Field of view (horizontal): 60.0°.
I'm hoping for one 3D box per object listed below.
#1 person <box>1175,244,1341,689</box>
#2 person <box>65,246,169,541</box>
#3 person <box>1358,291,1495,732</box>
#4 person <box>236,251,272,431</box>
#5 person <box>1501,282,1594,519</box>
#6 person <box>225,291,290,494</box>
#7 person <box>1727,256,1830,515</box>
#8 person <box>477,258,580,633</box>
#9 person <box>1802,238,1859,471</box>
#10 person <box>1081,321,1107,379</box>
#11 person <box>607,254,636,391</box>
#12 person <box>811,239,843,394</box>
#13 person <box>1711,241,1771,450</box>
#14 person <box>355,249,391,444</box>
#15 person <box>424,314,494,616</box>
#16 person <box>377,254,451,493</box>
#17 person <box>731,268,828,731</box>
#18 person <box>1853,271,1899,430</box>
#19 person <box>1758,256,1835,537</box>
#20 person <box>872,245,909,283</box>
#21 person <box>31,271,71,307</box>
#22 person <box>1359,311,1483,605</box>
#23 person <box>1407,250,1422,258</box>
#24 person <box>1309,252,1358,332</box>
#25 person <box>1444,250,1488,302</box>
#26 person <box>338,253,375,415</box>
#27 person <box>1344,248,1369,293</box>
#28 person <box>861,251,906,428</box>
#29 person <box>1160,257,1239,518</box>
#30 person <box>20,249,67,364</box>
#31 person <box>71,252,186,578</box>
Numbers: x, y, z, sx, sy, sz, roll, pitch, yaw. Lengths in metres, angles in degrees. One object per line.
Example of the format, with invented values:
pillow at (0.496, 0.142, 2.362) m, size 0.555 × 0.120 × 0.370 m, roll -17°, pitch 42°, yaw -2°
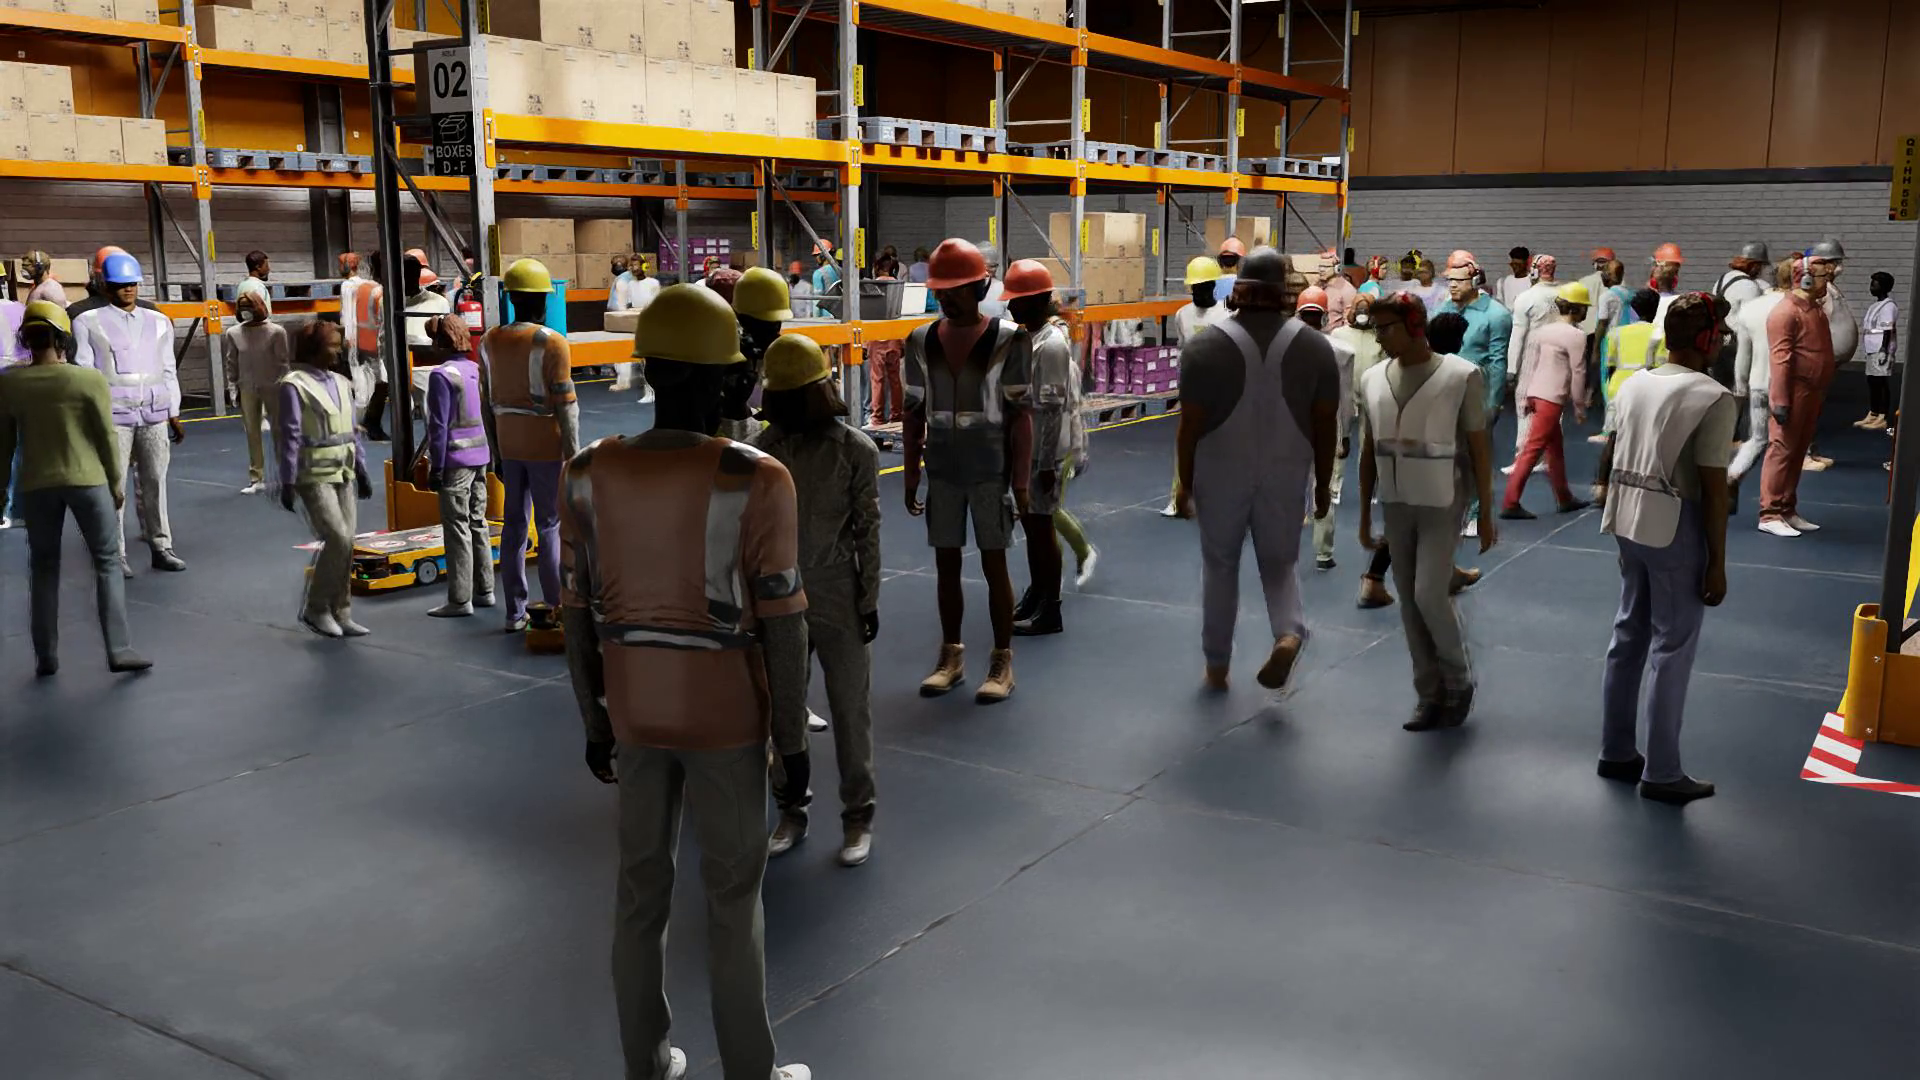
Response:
person at (1.310, -0.310, 7.350) m, size 0.709 × 2.000 × 0.729 m, roll 0°, pitch 10°, yaw 1°
person at (-5.620, -0.967, 11.151) m, size 0.459 × 1.985 × 0.627 m, roll 9°, pitch 14°, yaw 42°
person at (1.901, -0.118, 6.903) m, size 0.448 × 1.813 × 0.620 m, roll -9°, pitch 14°, yaw -41°
person at (-7.480, -2.104, 17.673) m, size 0.395 × 1.910 × 0.586 m, roll -8°, pitch 13°, yaw -38°
person at (4.341, -1.003, 12.080) m, size 0.862 × 1.706 × 0.530 m, roll -2°, pitch 10°, yaw -8°
person at (-5.590, -1.171, 13.274) m, size 0.507 × 1.625 × 0.285 m, roll 0°, pitch 10°, yaw -1°
person at (5.778, -1.051, 11.815) m, size 0.671 × 1.920 × 0.633 m, roll -7°, pitch 12°, yaw -34°
person at (-2.179, -0.463, 8.507) m, size 0.587 × 1.930 × 0.360 m, roll 5°, pitch 11°, yaw 25°
person at (7.639, -1.641, 14.721) m, size 0.538 × 2.000 × 0.683 m, roll 8°, pitch 13°, yaw 37°
person at (1.982, -3.357, 24.395) m, size 0.414 × 1.985 × 0.635 m, roll -8°, pitch 13°, yaw -37°
person at (-4.543, -2.920, 22.404) m, size 0.456 × 1.829 × 0.636 m, roll 1°, pitch 10°, yaw 4°
person at (-1.744, -2.907, 21.781) m, size 0.405 × 2.032 × 0.610 m, roll 7°, pitch 12°, yaw 34°
person at (7.535, -1.890, 16.102) m, size 0.555 × 2.000 × 0.734 m, roll 0°, pitch 10°, yaw -2°
person at (-5.718, -1.893, 16.430) m, size 0.422 × 1.925 × 0.646 m, roll -9°, pitch 13°, yaw -40°
person at (-2.713, -0.406, 9.024) m, size 0.319 × 1.631 × 0.524 m, roll 2°, pitch 10°, yaw 9°
person at (-4.371, -1.331, 13.362) m, size 0.587 × 1.913 × 0.391 m, roll 0°, pitch 10°, yaw 1°
person at (-0.793, -0.131, 6.725) m, size 0.591 × 1.913 × 0.397 m, roll -10°, pitch 14°, yaw -43°
person at (9.846, -2.024, 17.823) m, size 0.319 × 1.693 × 0.535 m, roll 2°, pitch 10°, yaw 11°
person at (5.776, -0.986, 11.451) m, size 0.651 × 1.912 × 0.409 m, roll -10°, pitch 14°, yaw -44°
person at (-1.158, -3.950, 27.800) m, size 0.627 × 1.940 × 0.372 m, roll -2°, pitch 10°, yaw -11°
person at (-8.823, -1.758, 16.205) m, size 0.568 × 1.741 × 0.356 m, roll 1°, pitch 10°, yaw 5°
person at (2.589, -0.454, 9.276) m, size 0.904 × 1.621 × 0.583 m, roll -4°, pitch 11°, yaw -20°
person at (6.953, -3.519, 25.603) m, size 0.329 × 1.872 × 0.508 m, roll 3°, pitch 11°, yaw 16°
person at (3.742, -1.978, 17.005) m, size 0.397 × 1.901 × 0.642 m, roll -8°, pitch 13°, yaw -36°
person at (4.522, -1.650, 15.085) m, size 0.376 × 1.928 × 0.542 m, roll -5°, pitch 11°, yaw -24°
person at (-7.009, -2.384, 19.310) m, size 0.351 × 1.878 × 0.568 m, roll 0°, pitch 10°, yaw 0°
person at (6.442, -3.830, 27.265) m, size 0.703 × 1.888 × 0.591 m, roll -1°, pitch 10°, yaw -4°
person at (-0.792, -2.098, 17.640) m, size 0.598 × 1.908 × 0.410 m, roll -9°, pitch 14°, yaw -41°
person at (1.757, -1.078, 12.022) m, size 0.611 × 1.893 × 0.830 m, roll 8°, pitch 13°, yaw 36°
person at (-8.300, -1.671, 15.172) m, size 0.353 × 1.937 × 0.635 m, roll -9°, pitch 13°, yaw -40°
person at (-5.005, -0.751, 10.048) m, size 0.386 × 1.948 × 0.601 m, roll 9°, pitch 13°, yaw 39°
